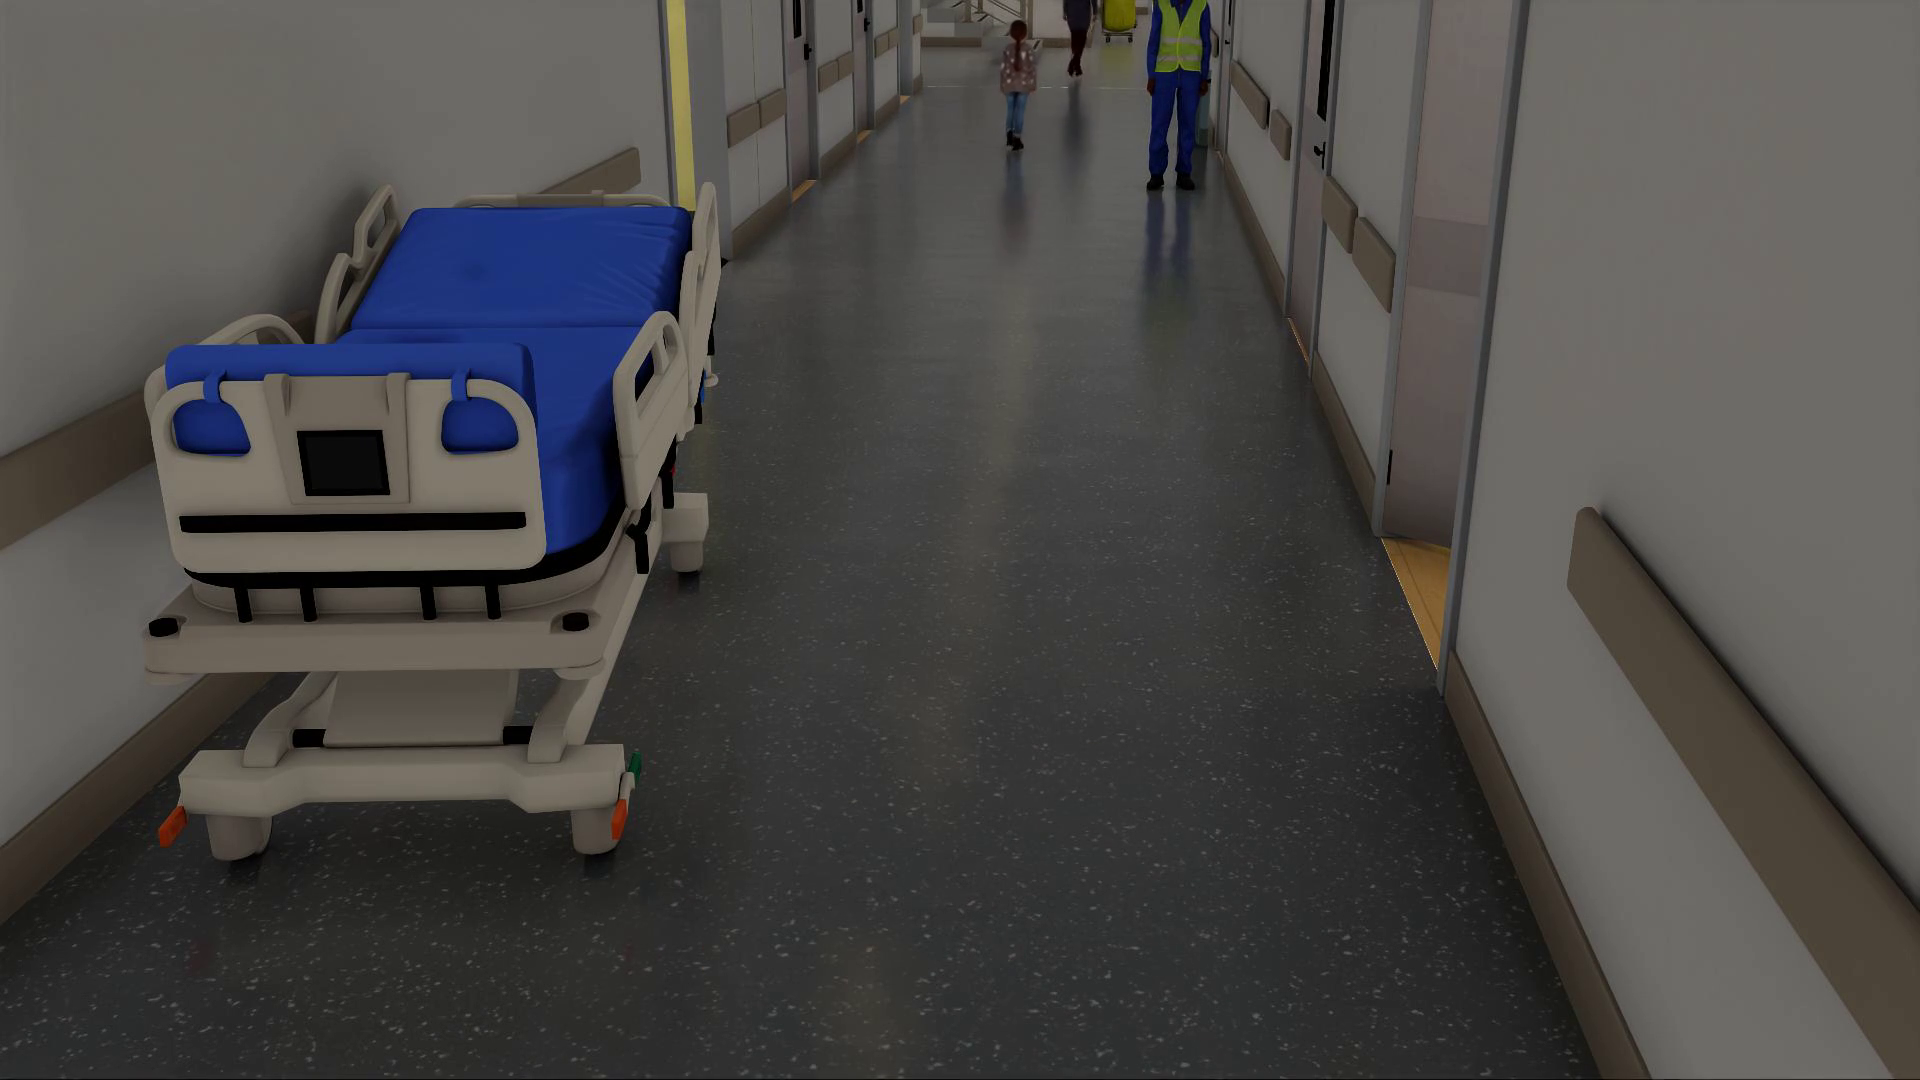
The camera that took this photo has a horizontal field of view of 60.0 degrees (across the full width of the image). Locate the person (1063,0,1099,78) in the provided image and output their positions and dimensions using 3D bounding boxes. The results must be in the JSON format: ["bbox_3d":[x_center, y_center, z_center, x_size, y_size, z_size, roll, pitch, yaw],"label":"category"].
[{"bbox_3d":[1.570,-7.009,22.189,1.059,1.682,0.806,6,22,17],"label":"person"}]

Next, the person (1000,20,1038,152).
[{"bbox_3d":[0.531,-4.278,15.680,0.498,1.185,0.582,6,22,16],"label":"person"}]

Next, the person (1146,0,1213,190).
[{"bbox_3d":[1.767,-3.773,13.461,0.500,1.813,0.730,1,21,2],"label":"person"}]
